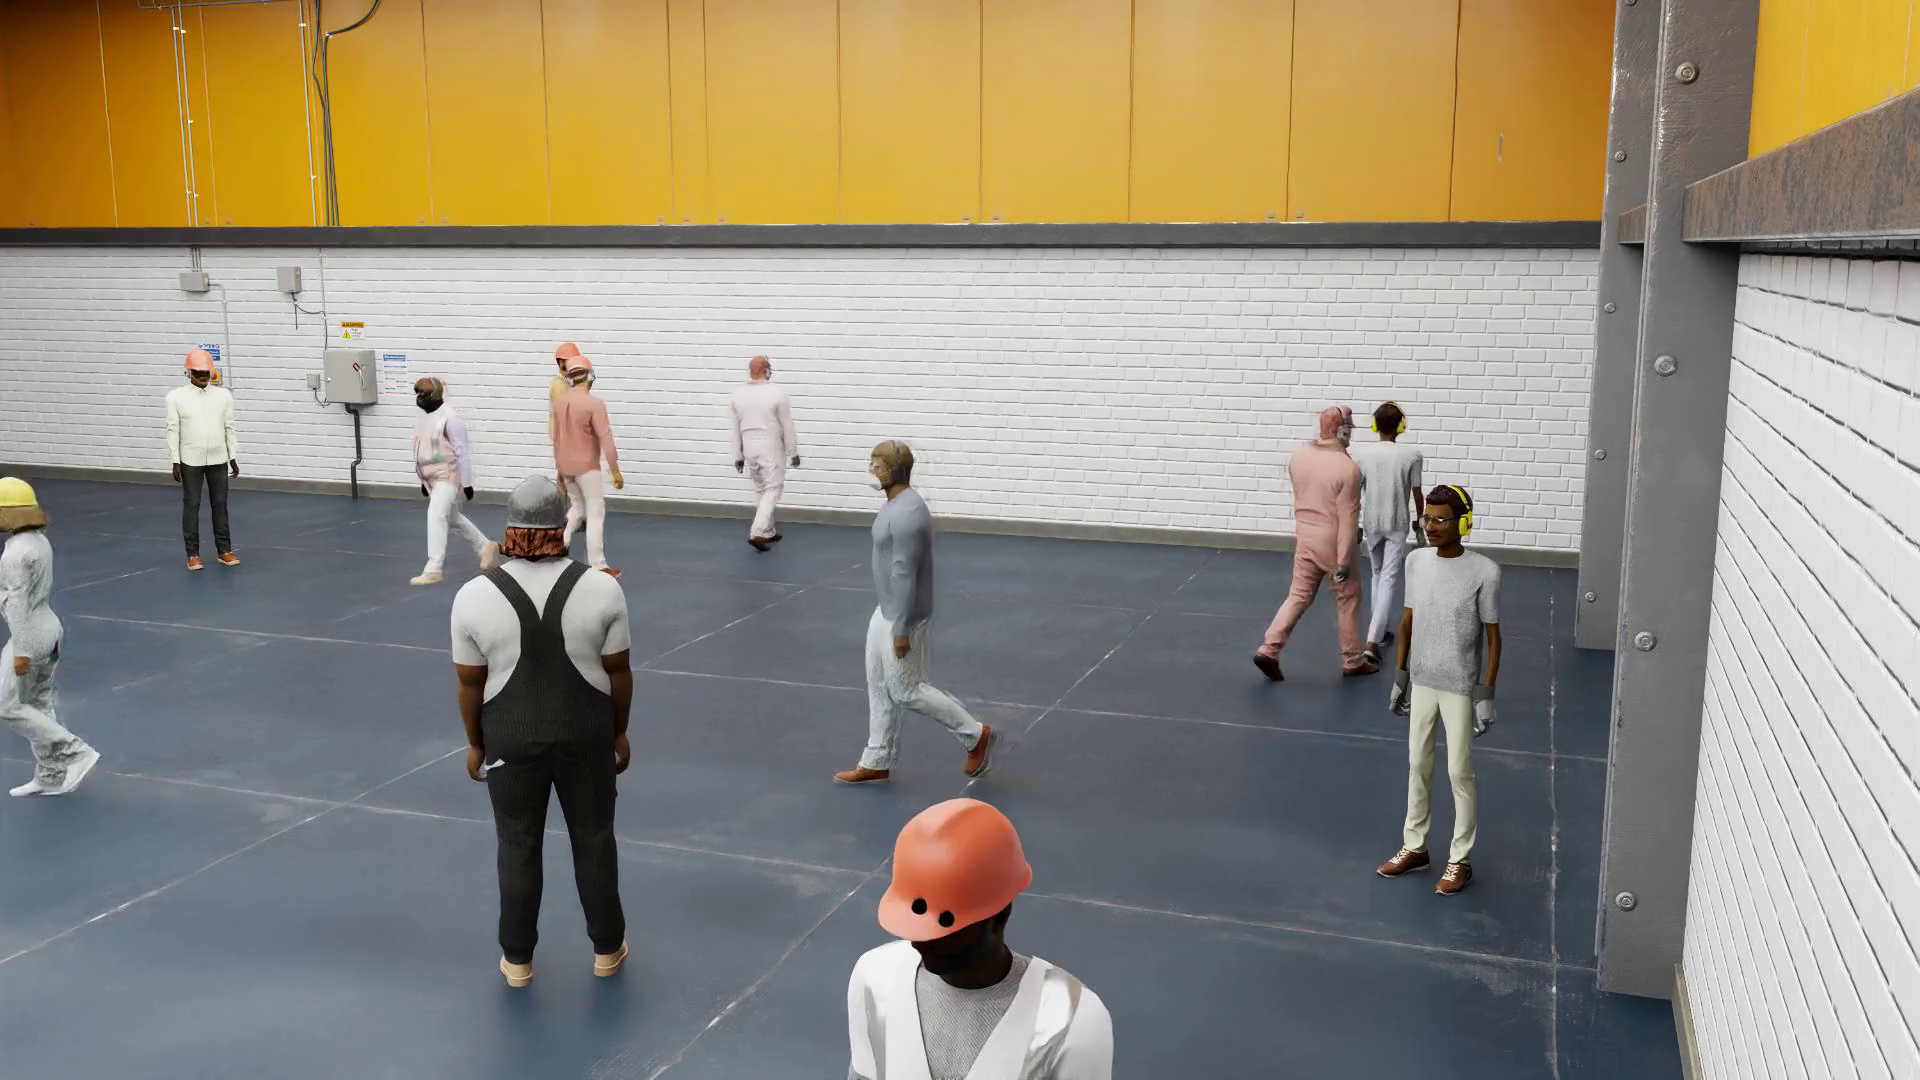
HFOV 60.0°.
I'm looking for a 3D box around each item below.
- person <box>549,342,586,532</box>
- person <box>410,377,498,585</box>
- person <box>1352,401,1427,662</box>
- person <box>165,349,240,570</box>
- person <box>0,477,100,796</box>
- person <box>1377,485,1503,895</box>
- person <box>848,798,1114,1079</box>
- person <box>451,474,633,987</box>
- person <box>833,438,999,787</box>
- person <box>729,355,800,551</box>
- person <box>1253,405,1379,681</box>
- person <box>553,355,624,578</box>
[{"bbox_3d":[-4.024,-1.058,17.079,0.375,1.934,0.547,-1,10,-7],"label":"person"},{"bbox_3d":[-4.469,-0.547,14.602,0.637,1.808,0.877,9,14,43],"label":"person"},{"bbox_3d":[3.028,-0.072,11.841,0.509,1.831,0.976,6,11,28],"label":"person"},{"bbox_3d":[-6.861,-0.736,15.099,0.611,1.994,0.379,-10,14,-44],"label":"person"},{"bbox_3d":[-4.862,0.527,8.725,0.417,1.726,0.497,-3,10,-14],"label":"person"},{"bbox_3d":[2.190,0.669,7.538,0.313,1.869,0.528,-9,13,-41],"label":"person"},{"bbox_3d":[0.014,1.411,3.192,0.547,1.928,0.385,4,11,23],"label":"person"},{"bbox_3d":[-1.642,0.746,6.618,0.673,2.000,0.535,-2,10,-14],"label":"person"},{"bbox_3d":[-0.248,0.402,8.920,0.811,1.920,0.634,-2,10,-9],"label":"person"},{"bbox_3d":[-1.891,-0.850,16.068,0.645,1.878,0.829,6,12,29],"label":"person"},{"bbox_3d":[2.419,0.027,11.129,0.919,1.877,0.636,-7,12,-33],"label":"person"},{"bbox_3d":[-3.269,-0.615,14.512,0.777,1.964,0.514,8,13,39],"label":"person"}]
